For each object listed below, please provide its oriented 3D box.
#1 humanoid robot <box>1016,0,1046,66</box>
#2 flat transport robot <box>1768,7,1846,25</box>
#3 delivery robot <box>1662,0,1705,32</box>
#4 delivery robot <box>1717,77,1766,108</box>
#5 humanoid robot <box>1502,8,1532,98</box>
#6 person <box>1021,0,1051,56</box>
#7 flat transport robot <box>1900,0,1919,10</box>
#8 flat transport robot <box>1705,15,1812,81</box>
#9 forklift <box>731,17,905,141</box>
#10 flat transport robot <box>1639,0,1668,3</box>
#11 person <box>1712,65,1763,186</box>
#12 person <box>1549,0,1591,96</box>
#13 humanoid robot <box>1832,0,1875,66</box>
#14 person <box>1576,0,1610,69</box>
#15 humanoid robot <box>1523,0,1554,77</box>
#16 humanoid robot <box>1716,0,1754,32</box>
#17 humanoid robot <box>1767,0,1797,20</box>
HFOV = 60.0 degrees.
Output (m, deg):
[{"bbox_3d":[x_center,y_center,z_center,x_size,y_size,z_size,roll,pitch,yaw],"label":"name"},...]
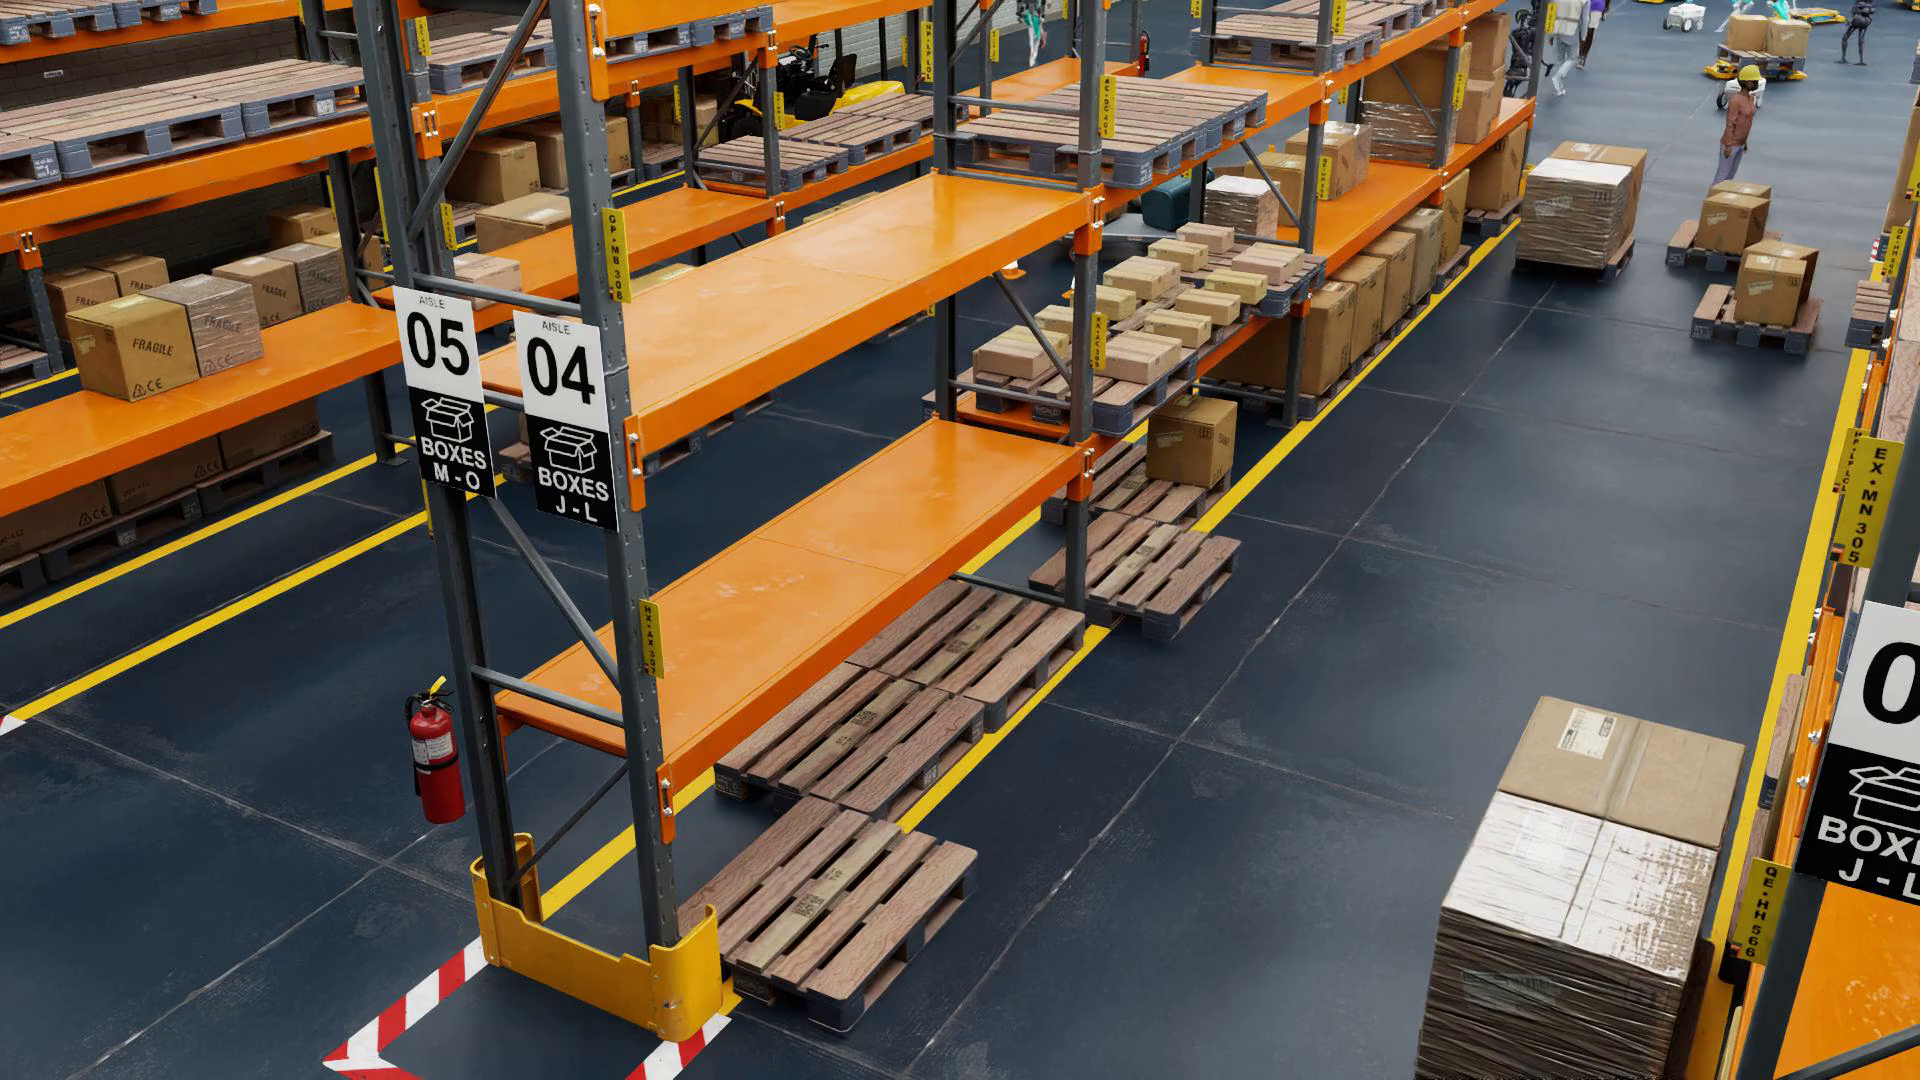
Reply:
[{"bbox_3d":[1.257,-8.974,28.297,0.546,1.754,0.952,10,27,19],"label":"humanoid robot"},{"bbox_3d":[16.680,-10.300,32.744,1.431,0.231,0.659,-13,28,-24],"label":"flat transport robot"},{"bbox_3d":[13.907,-10.038,31.891,0.803,0.614,0.499,-16,30,-29],"label":"delivery robot"},{"bbox_3d":[11.835,-6.784,25.105,0.774,0.592,0.499,-22,33,-38],"label":"delivery robot"},{"bbox_3d":[7.960,-6.706,23.655,0.439,1.649,0.599,4,26,9],"label":"humanoid robot"},{"bbox_3d":[1.364,-9.558,29.306,0.636,1.918,0.769,18,31,32],"label":"person"},{"bbox_3d":[20.081,-11.179,34.570,0.659,0.231,1.431,7,27,14],"label":"flat transport robot"},{"bbox_3d":[13.162,-7.770,27.487,1.431,0.231,0.659,2,26,3],"label":"flat transport robot"},{"bbox_3d":[-1.819,-5.975,21.543,2.313,2.155,1.214,14,29,26],"label":"forklift"},{"bbox_3d":[15.029,-11.657,35.563,1.431,0.231,0.659,-16,30,-30],"label":"flat transport robot"},{"bbox_3d":[8.868,-4.524,19.011,0.307,1.772,0.524,23,34,39],"label":"person"},{"bbox_3d":[9.360,-7.807,25.676,0.623,1.905,0.598,-23,34,-39],"label":"person"},{"bbox_3d":[15.337,-8.931,28.290,0.612,1.637,0.473,-18,31,-33],"label":"humanoid robot"},{"bbox_3d":[10.674,-9.014,28.143,0.628,1.945,0.683,14,29,27],"label":"person"},{"bbox_3d":[9.426,-8.328,27.037,0.548,1.643,0.601,17,31,31],"label":"humanoid robot"},{"bbox_3d":[14.723,-10.446,31.391,0.824,1.792,0.552,7,27,15],"label":"humanoid robot"},{"bbox_3d":[14.895,-9.670,29.853,0.556,1.883,0.809,-17,30,-31],"label":"humanoid robot"}]
